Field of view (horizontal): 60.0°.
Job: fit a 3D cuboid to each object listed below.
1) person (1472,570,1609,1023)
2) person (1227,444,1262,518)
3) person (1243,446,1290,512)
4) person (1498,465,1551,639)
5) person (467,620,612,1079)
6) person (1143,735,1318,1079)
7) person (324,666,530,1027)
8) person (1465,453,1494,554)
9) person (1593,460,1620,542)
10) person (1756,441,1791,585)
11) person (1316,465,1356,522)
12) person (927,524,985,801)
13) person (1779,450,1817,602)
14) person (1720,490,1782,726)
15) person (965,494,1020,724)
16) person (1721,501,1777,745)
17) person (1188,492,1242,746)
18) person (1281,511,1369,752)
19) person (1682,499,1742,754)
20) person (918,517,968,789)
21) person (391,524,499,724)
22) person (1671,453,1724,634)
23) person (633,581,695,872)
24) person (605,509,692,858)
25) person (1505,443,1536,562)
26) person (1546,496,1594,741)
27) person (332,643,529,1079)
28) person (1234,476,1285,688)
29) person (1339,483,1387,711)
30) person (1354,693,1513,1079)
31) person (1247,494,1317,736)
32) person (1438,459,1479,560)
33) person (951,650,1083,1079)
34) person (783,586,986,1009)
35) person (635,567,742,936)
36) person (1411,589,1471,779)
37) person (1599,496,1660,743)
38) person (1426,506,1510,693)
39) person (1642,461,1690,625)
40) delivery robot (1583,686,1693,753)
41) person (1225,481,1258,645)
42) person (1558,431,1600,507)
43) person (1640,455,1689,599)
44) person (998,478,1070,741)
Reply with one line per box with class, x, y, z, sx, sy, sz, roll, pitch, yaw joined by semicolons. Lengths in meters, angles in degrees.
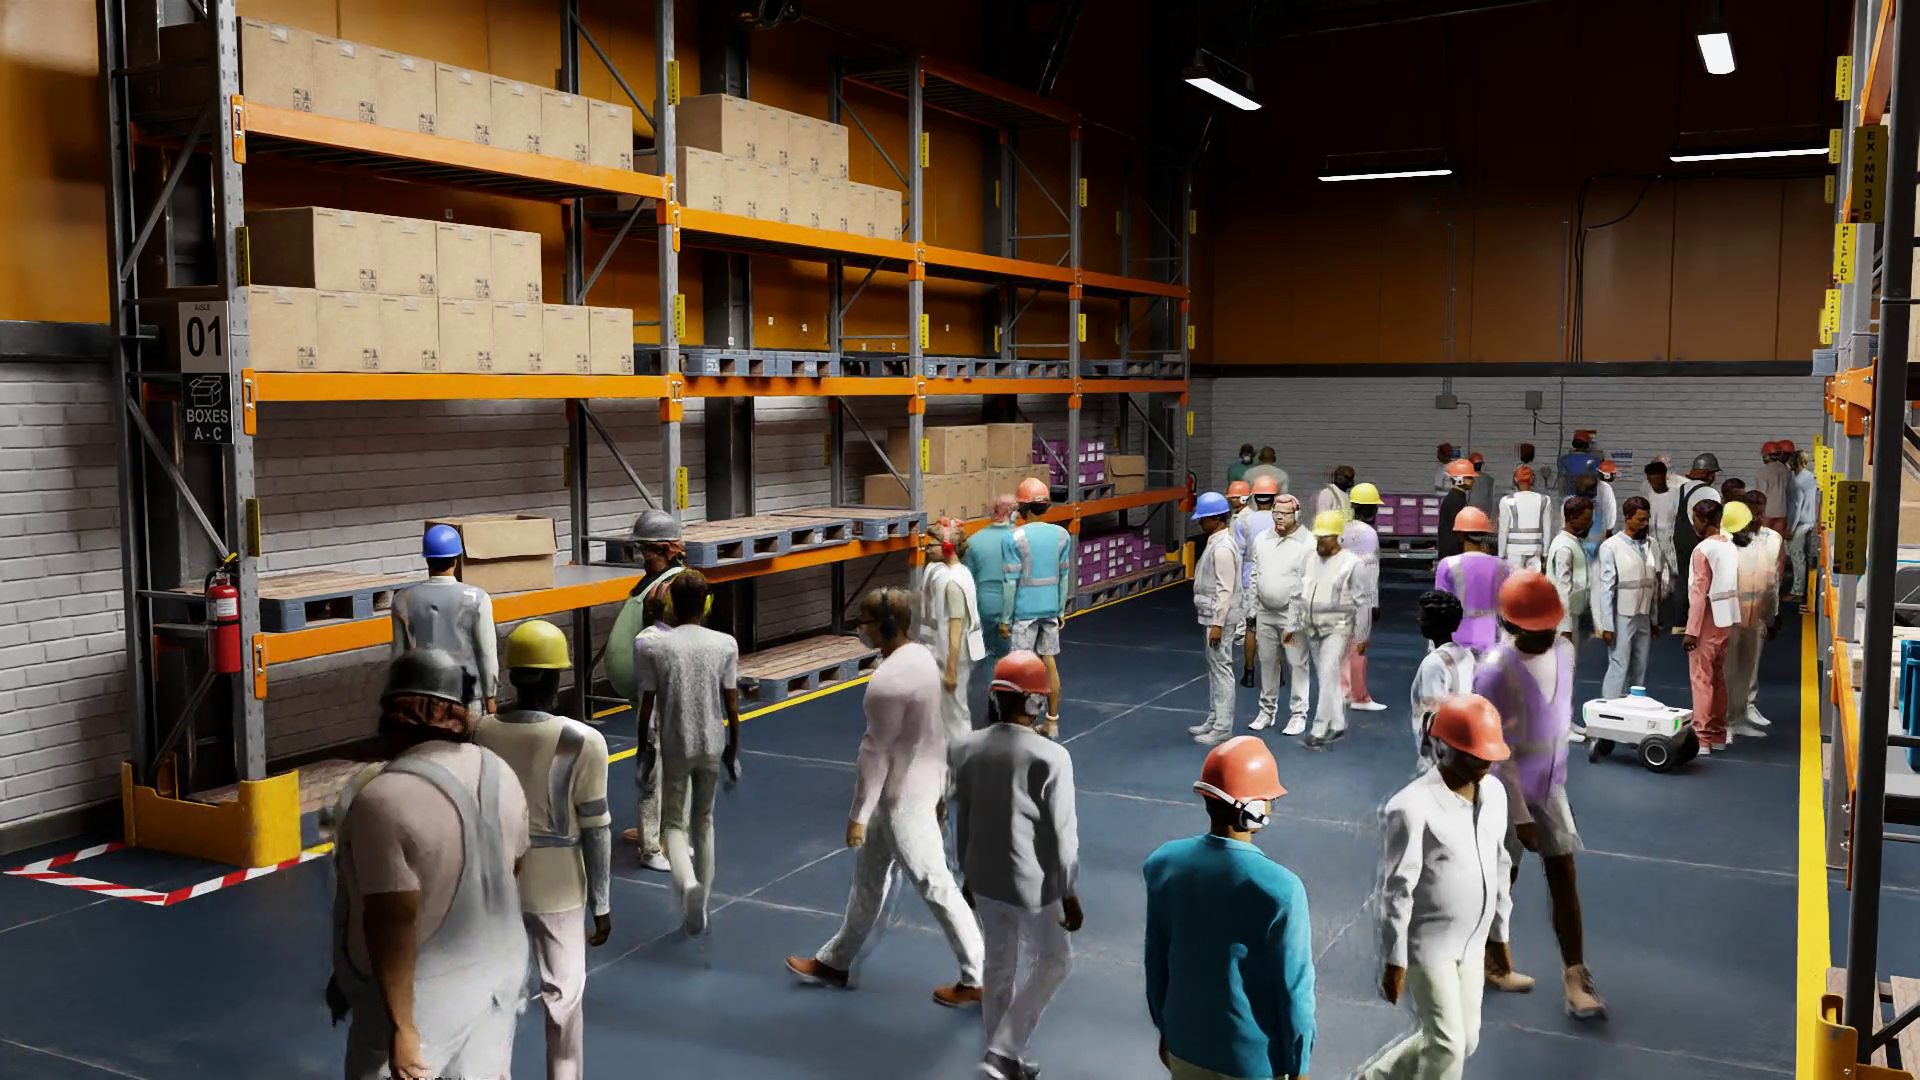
person;2.517;1.098;7.230;0.689;1.972;0.869;-3;6;-26
person;4.363;-0.518;25.175;0.654;1.885;1.067;1;5;10
person;4.246;-0.335;22.960;0.661;1.901;0.921;2;6;18
person;6.115;0.134;18.053;0.574;1.887;0.355;0;5;-2
person;-1.517;1.245;5.960;0.585;1.918;0.409;1;5;11
person;0.790;1.431;4.802;0.568;1.751;0.329;5;7;45
person;-1.611;1.313;5.171;1.000;1.910;0.603;-4;7;-40
person;7.682;-0.428;24.807;0.569;1.749;0.342;-2;6;-22
person;8.655;-0.186;22.299;0.363;1.745;0.582;1;5;6
person;11.105;-0.356;22.825;0.654;1.985;0.415;-2;6;-24
person;4.477;0.025;19.646;0.725;1.807;0.641;4;7;40
person;-0.026;0.808;11.091;0.394;1.837;0.569;0;5;-1
person;10.651;-0.178;21.132;0.627;1.941;0.374;-5;7;-44
person;6.350;0.548;13.463;0.588;1.914;0.392;-1;5;-7
person;0.330;0.571;13.444;0.659;1.883;0.729;2;6;21
person;5.980;0.627;12.774;0.644;1.885;0.443;-2;6;-17
person;1.964;0.598;12.764;0.394;1.943;0.602;0;5;3
person;2.702;0.689;12.570;0.846;1.798;0.602;-4;7;-38
person;5.624;0.645;12.476;0.415;1.907;0.593;5;7;44
person;-0.109;0.780;11.179;0.350;1.878;0.583;0;5;-3
person;-2.976;0.884;9.644;0.607;1.951;0.380;0;5;0
person;8.079;0.053;18.109;0.536;2.000;0.683;-1;5;-11
person;-1.683;1.050;9.515;0.308;1.641;0.511;2;6;20
person;-1.805;0.829;9.760;0.538;2.000;0.684;-2;6;-22
person;8.723;-0.560;25.640;0.635;1.861;0.602;1;5;13
person;4.709;0.603;12.913;0.409;1.906;0.605;2;6;24
person;-1.550;1.278;4.930;0.578;2.000;0.701;2;6;24
person;2.756;0.382;15.125;0.552;1.934;0.357;1;5;6
person;3.393;0.479;14.126;0.382;1.928;0.587;-1;5;-14
person;1.628;1.355;5.748;0.577;1.724;0.599;-4;7;-39
person;2.558;0.587;13.146;0.652;1.901;0.400;5;7;43
person;5.129;0.164;17.154;0.388;1.996;0.612;1;5;12
person;0.221;1.289;6.405;0.593;1.735;0.390;4;7;40
person;-0.282;1.138;7.360;1.041;1.877;0.635;1;5;11
person;-1.330;1.065;8.226;0.538;1.844;0.661;-2;6;-18
person;2.533;1.099;8.722;0.323;1.688;0.531;3;6;30
person;5.163;0.608;12.859;0.597;1.908;0.401;-3;6;-30
person;3.638;0.712;11.802;0.557;1.903;0.945;-1;5;-13
person;8.048;0.052;18.864;0.985;1.908;0.701;-4;6;-35
delivery robot;4.903;1.305;12.044;0.707;0.478;0.477;5;7;43
person;2.976;0.241;17.686;0.350;1.743;0.562;-1;5;-11
person;9.728;-0.694;26.128;0.614;2.042;0.373;3;6;30
person;9.179;-0.180;21.576;0.675;1.868;0.824;3;6;33
person;0.556;0.544;12.786;0.607;2.048;0.370;-4;6;-33
